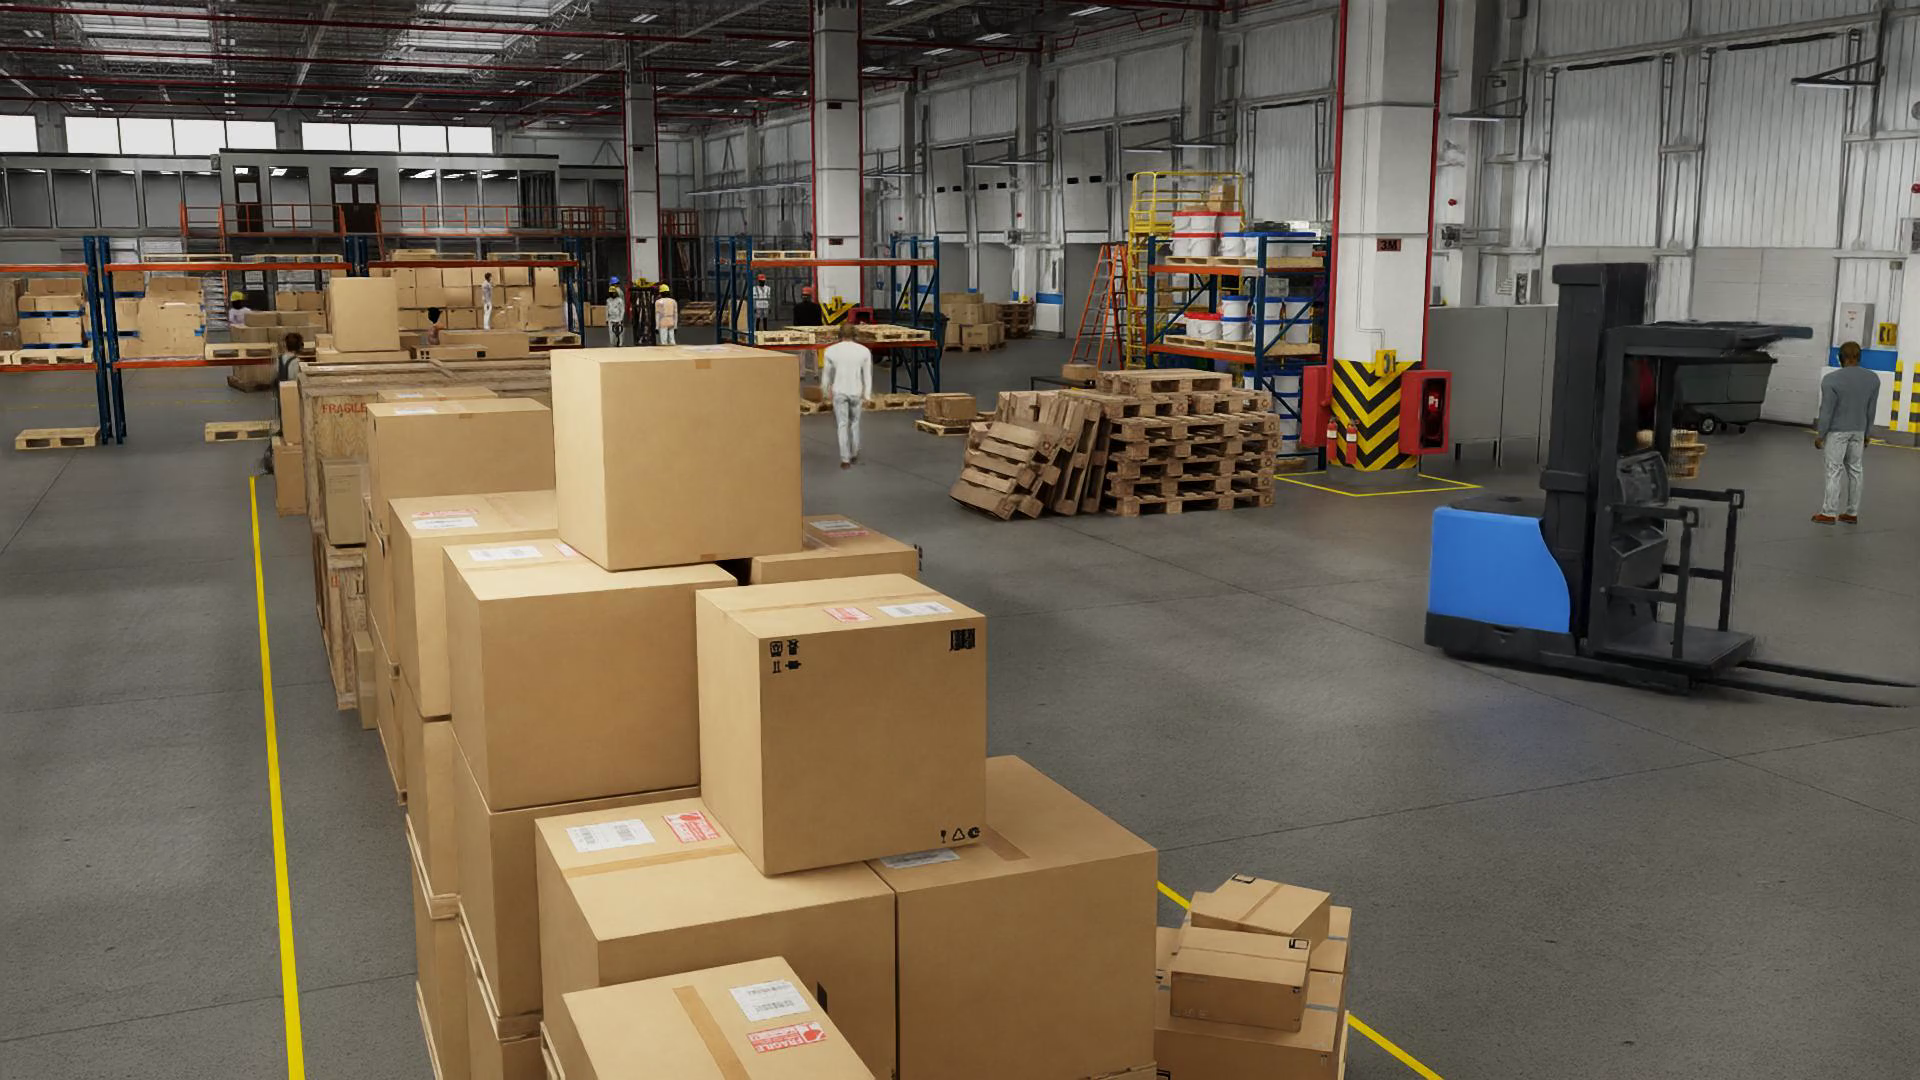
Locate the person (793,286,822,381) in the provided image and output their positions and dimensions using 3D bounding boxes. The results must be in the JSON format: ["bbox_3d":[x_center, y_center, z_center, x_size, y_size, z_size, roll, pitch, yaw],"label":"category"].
[{"bbox_3d":[-3.215,-4.349,35.099,0.623,1.992,0.397,-2,10,-11],"label":"person"}]

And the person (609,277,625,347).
[{"bbox_3d":[-9.515,-6.343,46.247,0.411,1.937,0.604,-3,11,-14],"label":"person"}]

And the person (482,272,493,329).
[{"bbox_3d":[-14.999,-7.533,52.847,0.374,1.932,0.623,-2,11,-12],"label":"person"}]

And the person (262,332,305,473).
[{"bbox_3d":[-8.600,-1.755,21.306,0.527,1.817,0.805,4,11,22],"label":"person"}]

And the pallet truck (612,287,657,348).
[{"bbox_3d":[-6.464,-4.406,35.401,0.823,1.965,1.885,6,12,32],"label":"pallet truck"}]

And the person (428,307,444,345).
[{"bbox_3d":[-10.006,-3.609,31.841,0.321,1.695,0.537,-7,12,-32],"label":"person"}]

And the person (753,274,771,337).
[{"bbox_3d":[-5.903,-6.958,49.631,0.544,1.939,0.354,-5,11,-25],"label":"person"}]

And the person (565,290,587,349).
[{"bbox_3d":[-8.947,-4.867,38.484,0.876,1.811,0.621,5,11,24],"label":"person"}]

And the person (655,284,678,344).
[{"bbox_3d":[-6.934,-5.063,39.265,0.581,1.918,0.410,-9,14,-42],"label":"person"}]

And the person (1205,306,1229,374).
[{"bbox_3d":[4.224,-2.817,26.855,0.746,1.920,0.545,8,13,36],"label":"person"}]

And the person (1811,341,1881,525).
[{"bbox_3d":[9.273,-1.118,17.446,0.632,1.940,0.372,-1,10,-8],"label":"person"}]

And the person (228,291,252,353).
[{"bbox_3d":[-14.902,-4.195,34.491,0.585,1.913,0.461,3,11,18],"label":"person"}]

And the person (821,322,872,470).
[{"bbox_3d":[-1.511,-1.907,21.895,0.653,1.898,0.946,-2,11,-13],"label":"person"}]

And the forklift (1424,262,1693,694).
[{"bbox_3d":[4.379,-0.529,11.602,1.873,2.768,1.129,9,13,40],"label":"forklift"}]

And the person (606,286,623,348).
[{"bbox_3d":[-9.129,-5.827,43.936,0.489,1.743,0.322,3,11,17],"label":"person"}]
